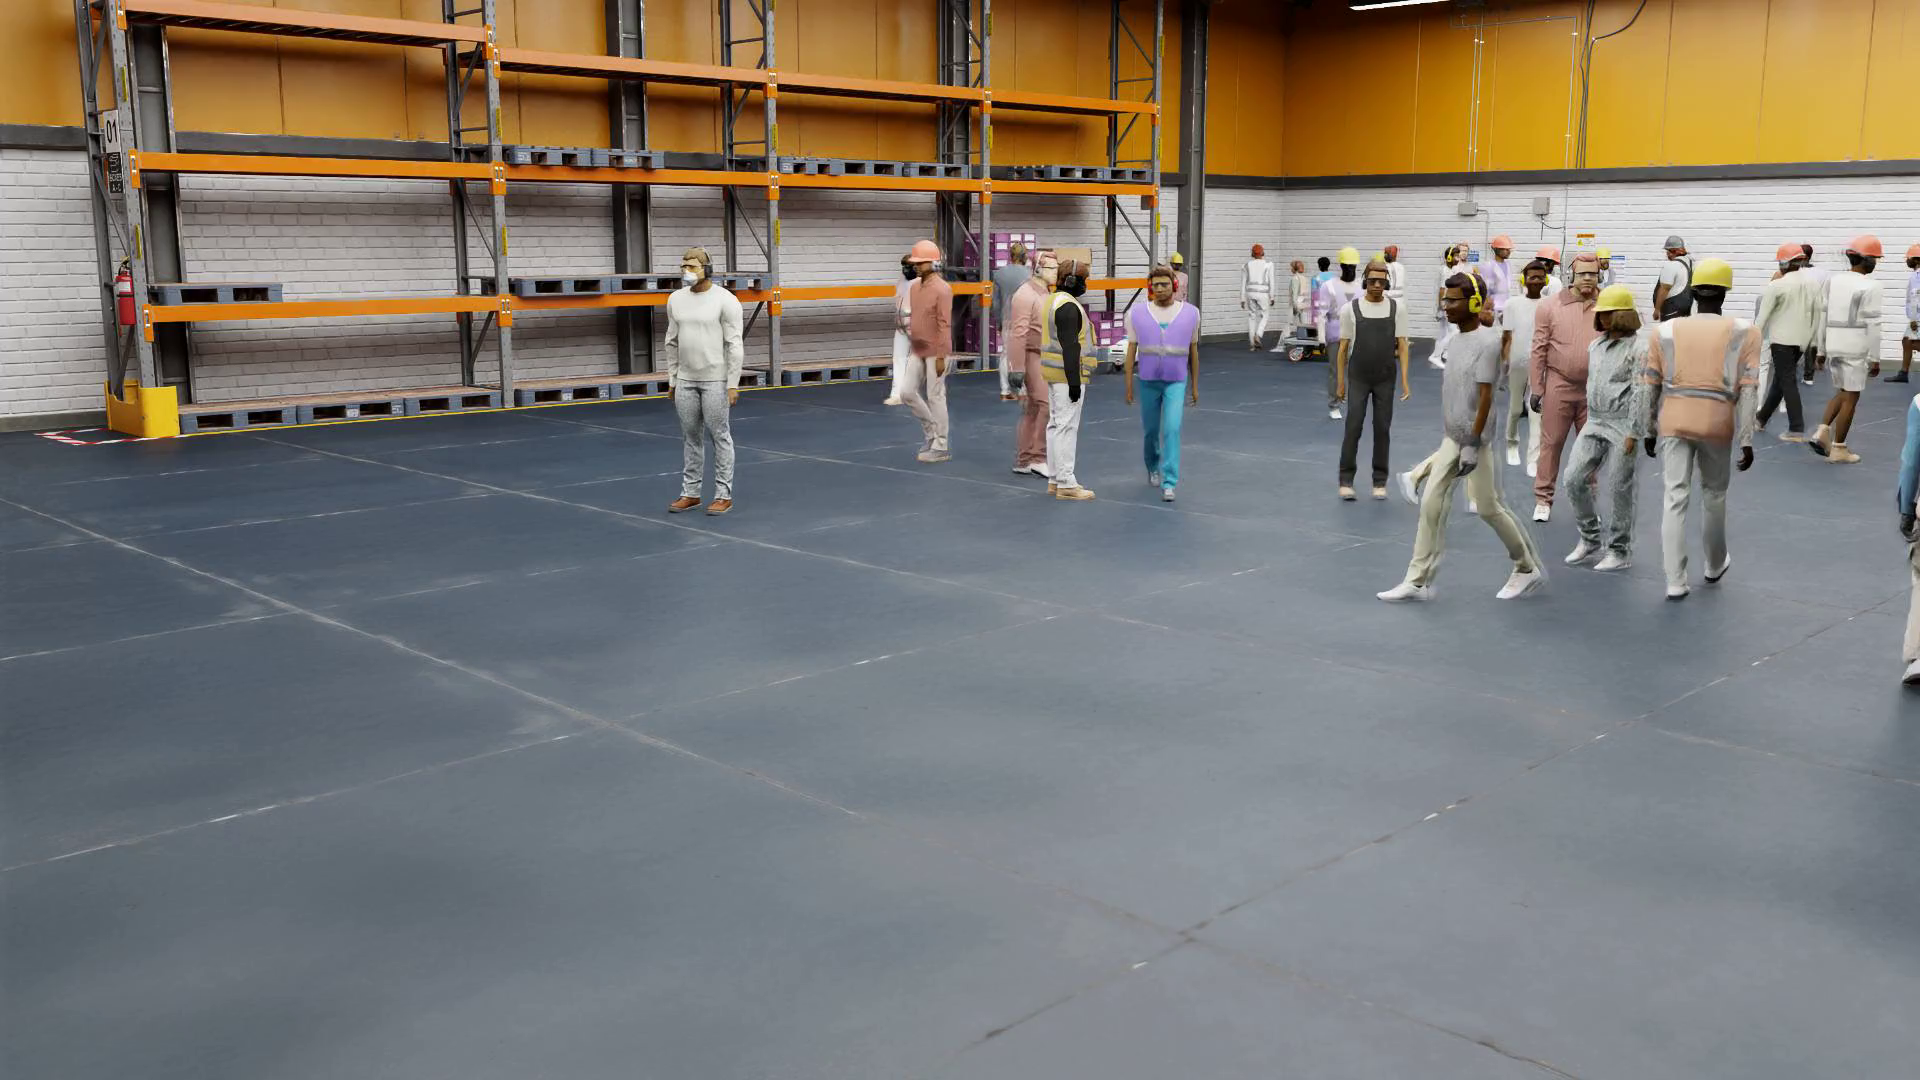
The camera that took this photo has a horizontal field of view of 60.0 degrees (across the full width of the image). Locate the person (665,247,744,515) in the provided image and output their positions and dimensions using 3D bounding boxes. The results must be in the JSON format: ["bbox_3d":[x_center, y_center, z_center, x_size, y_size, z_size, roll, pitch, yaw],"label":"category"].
[{"bbox_3d":[-1.860,-1.146,12.070,0.629,1.940,0.379,5,12,26],"label":"person"}]

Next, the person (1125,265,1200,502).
[{"bbox_3d":[1.580,-1.246,13.005,0.566,1.807,0.932,1,10,8],"label":"person"}]

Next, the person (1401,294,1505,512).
[{"bbox_3d":[3.644,-1.001,12.159,0.676,1.606,0.525,4,11,21],"label":"person"}]

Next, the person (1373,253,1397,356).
[{"bbox_3d":[6.986,-3.945,27.967,0.818,1.755,0.532,1,10,6],"label":"person"}]

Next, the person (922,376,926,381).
[{"bbox_3d":[-0.476,-3.061,23.172,0.531,1.698,0.320,-8,13,-36],"label":"person"}]

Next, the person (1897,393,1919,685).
[{"bbox_3d":[4.362,-0.096,7.214,0.515,1.622,0.450,8,13,37],"label":"person"}]

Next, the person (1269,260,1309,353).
[{"bbox_3d":[5.801,-3.988,28.552,0.830,1.606,0.526,8,13,36],"label":"person"}]

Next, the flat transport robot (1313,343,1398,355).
[{"bbox_3d":[6.619,-3.223,27.947,1.431,0.197,0.652,6,12,28],"label":"flat transport robot"}]

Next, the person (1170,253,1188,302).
[{"bbox_3d":[3.640,-4.048,28.504,0.527,1.724,0.883,-2,11,-13],"label":"person"}]

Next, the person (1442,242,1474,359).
[{"bbox_3d":[8.148,-3.893,27.148,0.642,1.905,0.399,-7,13,-34],"label":"person"}]

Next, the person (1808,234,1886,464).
[{"bbox_3d":[7.889,-1.673,14.702,0.425,2.023,0.645,-3,11,-15],"label":"person"}]

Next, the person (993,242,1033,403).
[{"bbox_3d":[0.690,-2.632,20.179,0.637,1.936,0.355,8,13,38],"label":"person"}]

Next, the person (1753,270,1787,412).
[{"bbox_3d":[9.374,-2.278,19.111,0.497,1.626,0.288,5,12,27],"label":"person"}]

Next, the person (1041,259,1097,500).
[{"bbox_3d":[0.841,-1.234,12.832,0.429,1.838,0.622,-2,10,-8],"label":"person"}]

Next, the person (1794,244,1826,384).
[{"bbox_3d":[11.465,-3.062,22.644,0.601,1.904,0.412,-2,11,-8],"label":"person"}]

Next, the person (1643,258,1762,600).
[{"bbox_3d":[4.207,-0.639,9.443,0.610,1.882,0.941,6,12,31],"label":"person"}]

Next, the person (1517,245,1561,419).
[{"bbox_3d":[6.418,-2.298,18.426,0.437,1.913,0.555,-7,12,-33],"label":"person"}]

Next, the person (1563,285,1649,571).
[{"bbox_3d":[3.910,-0.660,10.017,0.437,1.730,0.491,-6,12,-28],"label":"person"}]

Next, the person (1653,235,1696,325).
[{"bbox_3d":[10.295,-3.411,24.144,0.715,2.000,0.599,-9,14,-41],"label":"person"}]

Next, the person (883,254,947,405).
[{"bbox_3d":[-0.526,-2.541,20.049,0.631,1.806,0.917,10,14,42],"label":"person"}]

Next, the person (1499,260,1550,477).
[{"bbox_3d":[4.874,-1.494,14.324,0.531,1.831,0.999,2,11,11],"label":"person"}]

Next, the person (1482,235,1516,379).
[{"bbox_3d":[7.597,-3.249,23.296,0.654,2.023,0.658,-8,13,-38],"label":"person"}]

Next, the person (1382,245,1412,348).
[{"bbox_3d":[7.173,-3.930,27.468,0.662,1.865,0.593,9,14,42],"label":"person"}]

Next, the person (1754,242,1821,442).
[{"bbox_3d":[8.164,-1.981,16.612,0.627,1.937,1.010,-4,11,-19],"label":"person"}]

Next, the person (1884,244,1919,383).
[{"bbox_3d":[13.135,-3.057,22.611,0.813,1.911,0.557,9,14,42],"label":"person"}]

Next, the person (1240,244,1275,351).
[{"bbox_3d":[5.203,-4.244,29.178,0.603,1.861,0.444,5,12,26],"label":"person"}]

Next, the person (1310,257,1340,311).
[{"bbox_3d":[6.403,-4.136,29.124,0.534,1.659,0.831,0,10,0],"label":"person"}]

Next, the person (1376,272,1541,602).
[{"bbox_3d":[2.833,-0.553,9.153,0.938,1.834,0.529,-3,11,-16],"label":"person"}]

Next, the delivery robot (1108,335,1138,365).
[{"bbox_3d":[2.448,-2.772,24.457,0.477,0.478,0.707,5,12,27],"label":"delivery robot"}]

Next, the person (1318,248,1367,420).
[{"bbox_3d":[4.176,-2.204,17.985,0.611,1.875,0.989,0,10,0],"label":"person"}]

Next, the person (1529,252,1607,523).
[{"bbox_3d":[4.346,-1.062,11.707,0.652,1.904,0.403,2,11,10],"label":"person"}]

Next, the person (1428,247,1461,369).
[{"bbox_3d":[7.375,-3.492,25.150,0.435,1.842,0.489,3,11,15],"label":"person"}]

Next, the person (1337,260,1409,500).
[{"bbox_3d":[3.157,-1.216,12.755,0.513,1.837,0.383,0,10,2],"label":"person"}]

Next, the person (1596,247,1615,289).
[{"bbox_3d":[9.985,-3.646,25.989,0.591,1.834,0.404,-4,11,-18],"label":"person"}]

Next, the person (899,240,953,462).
[{"bbox_3d":[-0.286,-1.678,14.868,0.435,1.972,0.643,-7,12,-33],"label":"person"}]

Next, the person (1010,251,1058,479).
[{"bbox_3d":[0.729,-1.448,13.857,0.663,1.885,0.681,5,12,26],"label":"person"}]
